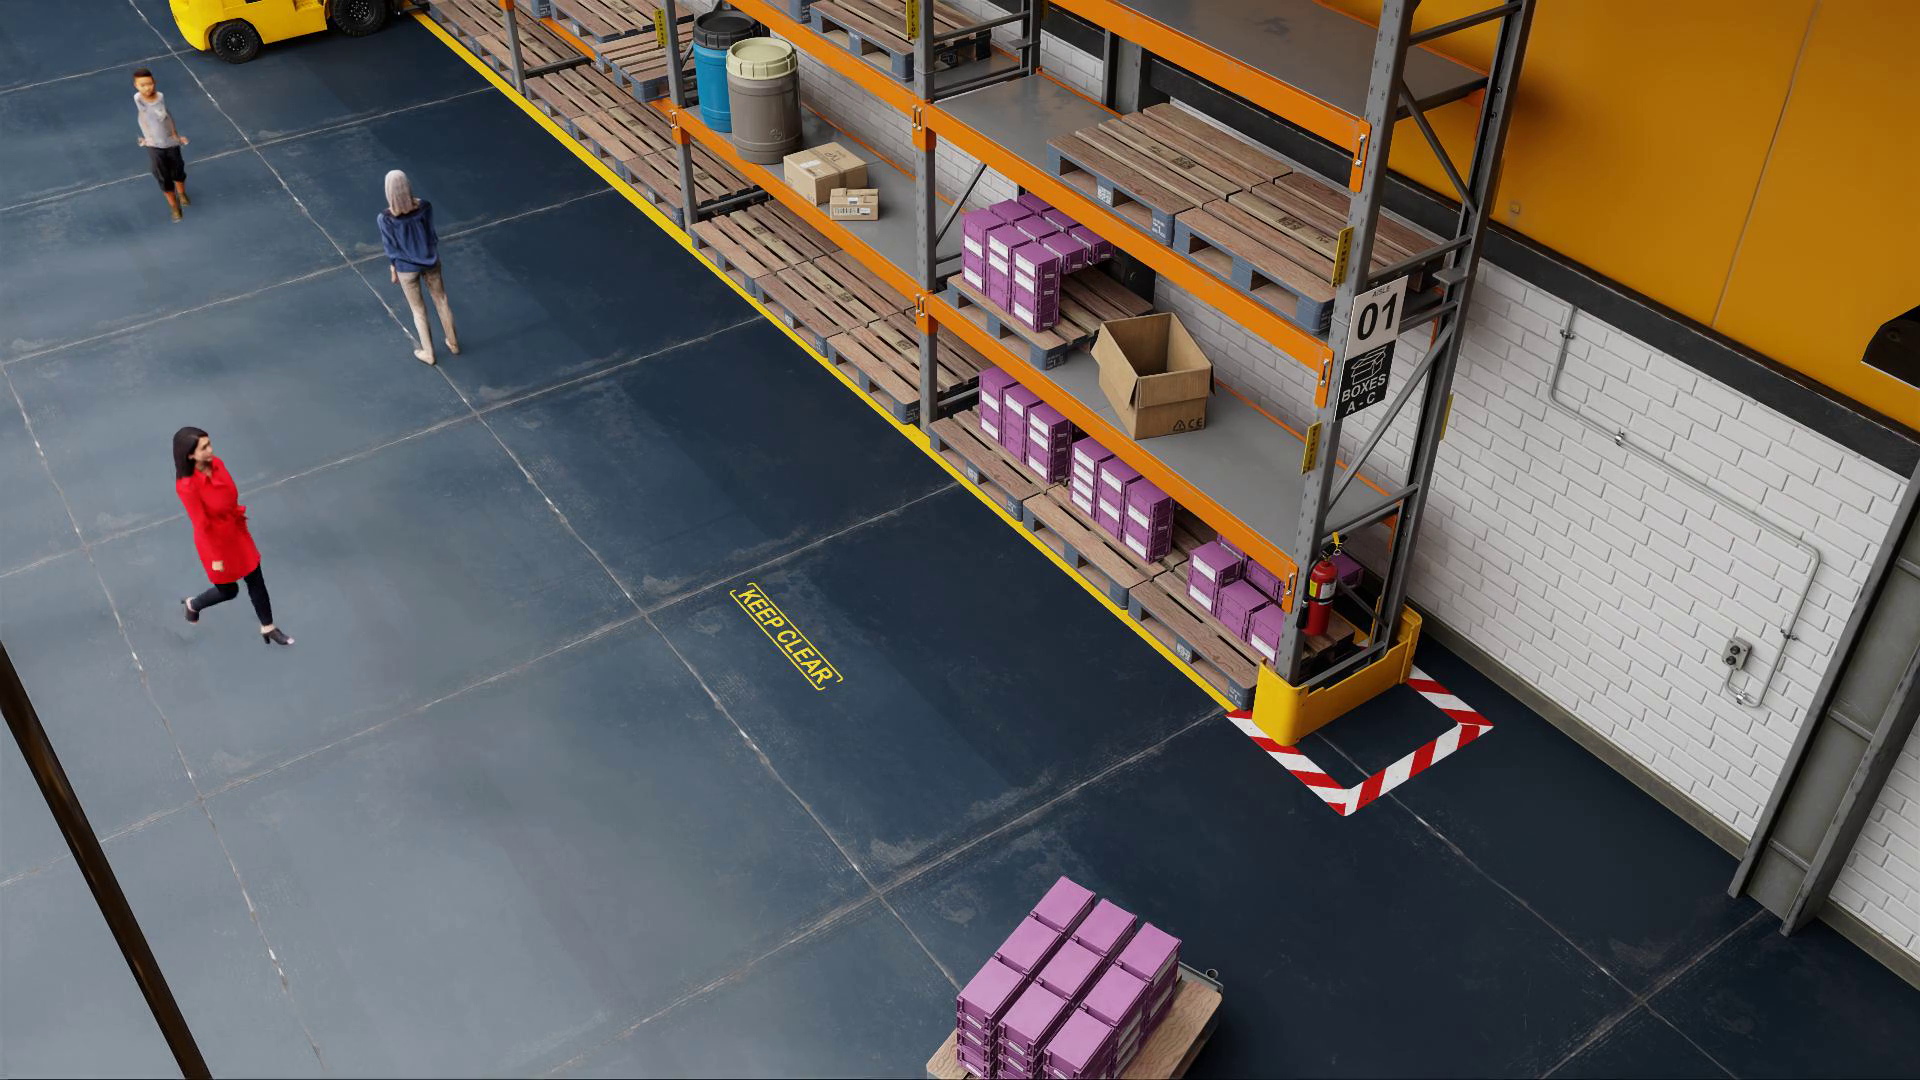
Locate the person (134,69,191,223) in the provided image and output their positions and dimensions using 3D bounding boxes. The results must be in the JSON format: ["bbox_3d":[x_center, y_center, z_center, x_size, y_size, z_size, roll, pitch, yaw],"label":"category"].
[{"bbox_3d":[-7.643,-3.880,15.879,0.652,1.438,0.815,-18,42,-21],"label":"person"}]

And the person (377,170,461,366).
[{"bbox_3d":[-4.440,-2.235,13.613,0.639,1.697,0.595,-29,47,-32],"label":"person"}]

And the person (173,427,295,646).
[{"bbox_3d":[-4.840,0.020,10.762,1.043,1.731,0.967,7,39,9],"label":"person"}]
